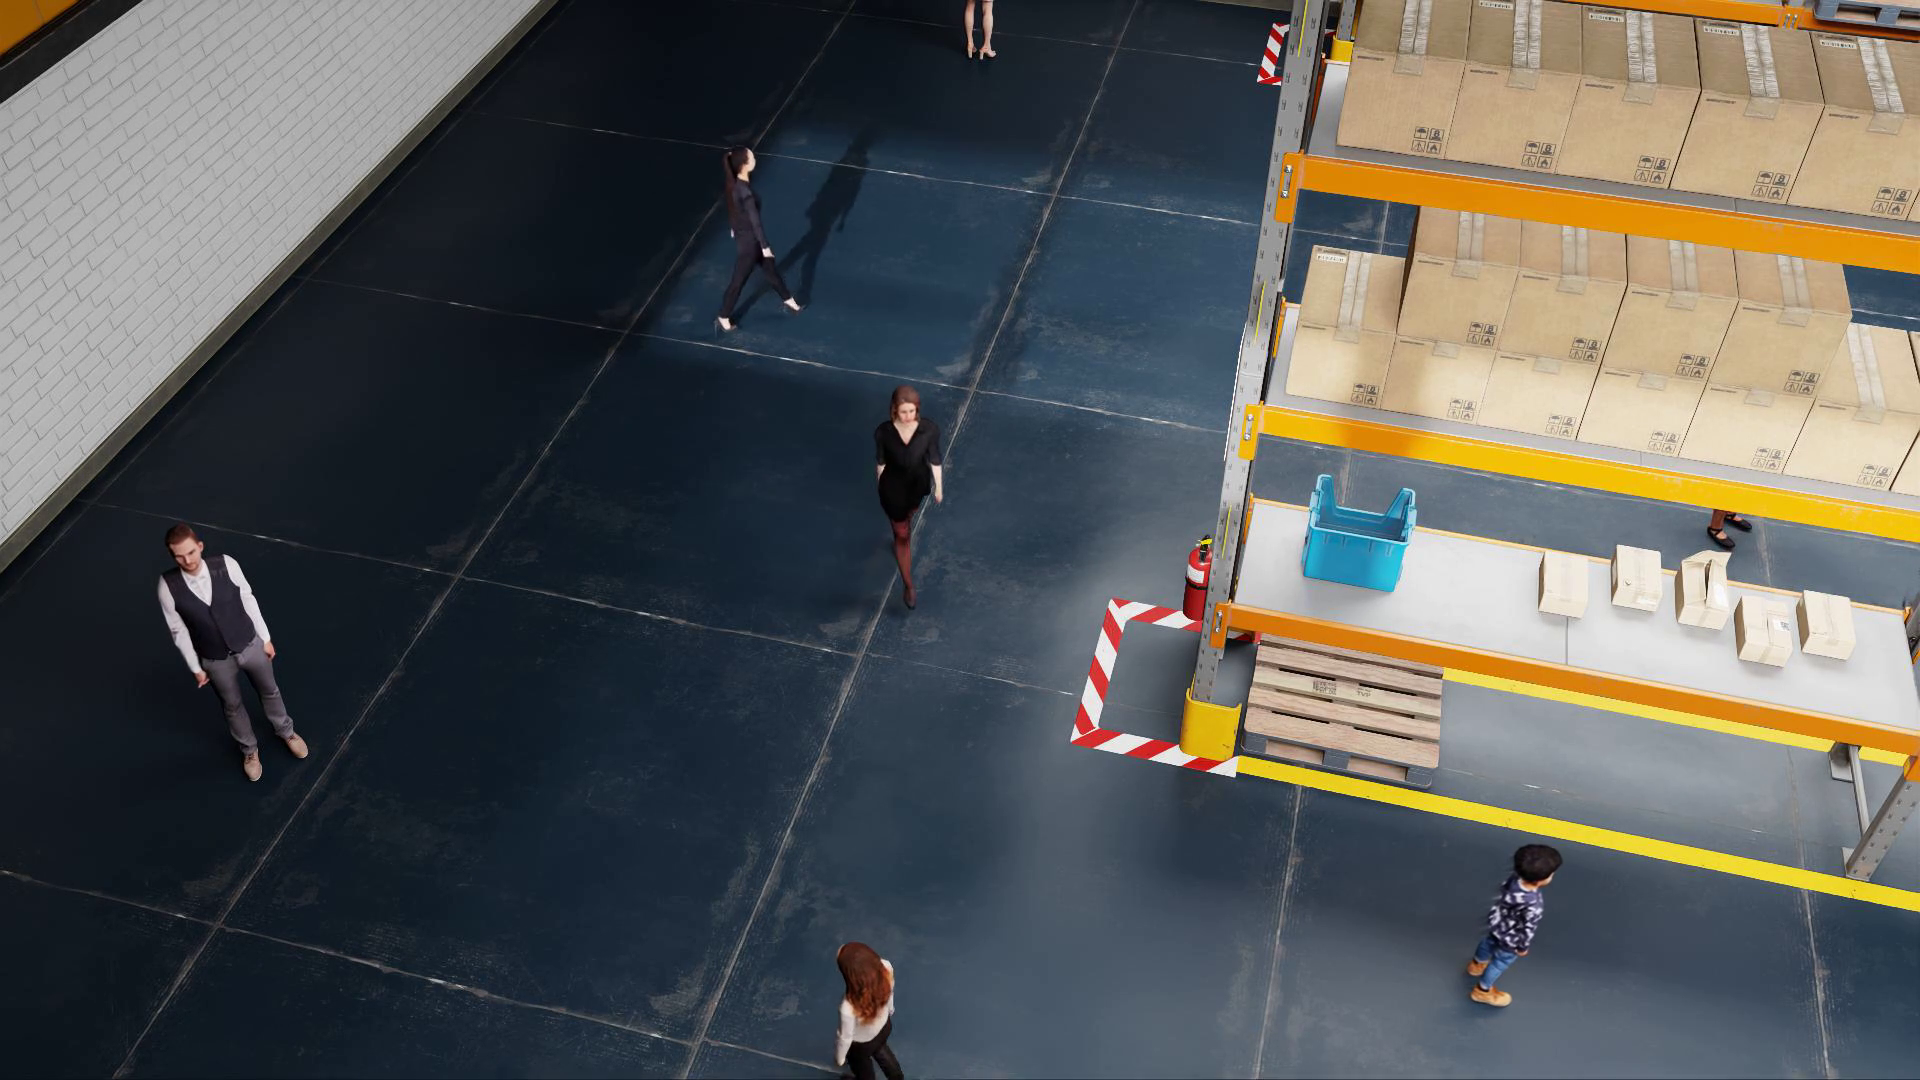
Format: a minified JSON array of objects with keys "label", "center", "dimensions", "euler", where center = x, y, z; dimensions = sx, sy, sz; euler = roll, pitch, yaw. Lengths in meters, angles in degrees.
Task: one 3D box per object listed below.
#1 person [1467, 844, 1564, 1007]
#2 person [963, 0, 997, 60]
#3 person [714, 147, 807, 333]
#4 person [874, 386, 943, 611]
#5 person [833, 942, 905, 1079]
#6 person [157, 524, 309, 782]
[{"label":"person","center":[2.989,2.070,9.016],"dimensions":[0.514,1.247,0.531],"euler":[2,44,3]},{"label":"person","center":[0.202,-5.744,16.836],"dimensions":[0.662,1.773,0.778],"euler":[21,47,21]},{"label":"person","center":[-1.772,-2.352,13.352],"dimensions":[1.110,1.668,0.980],"euler":[-15,46,-16]},{"label":"person","center":[-0.371,-0.424,11.338],"dimensions":[1.091,1.654,0.957],"euler":[-7,44,-8]},{"label":"person","center":[-0.419,2.498,8.399],"dimensions":[0.790,1.478,0.693],"euler":[27,50,25]},{"label":"person","center":[-4.409,0.638,10.017],"dimensions":[0.743,1.938,0.788],"euler":[-25,49,-24]}]
